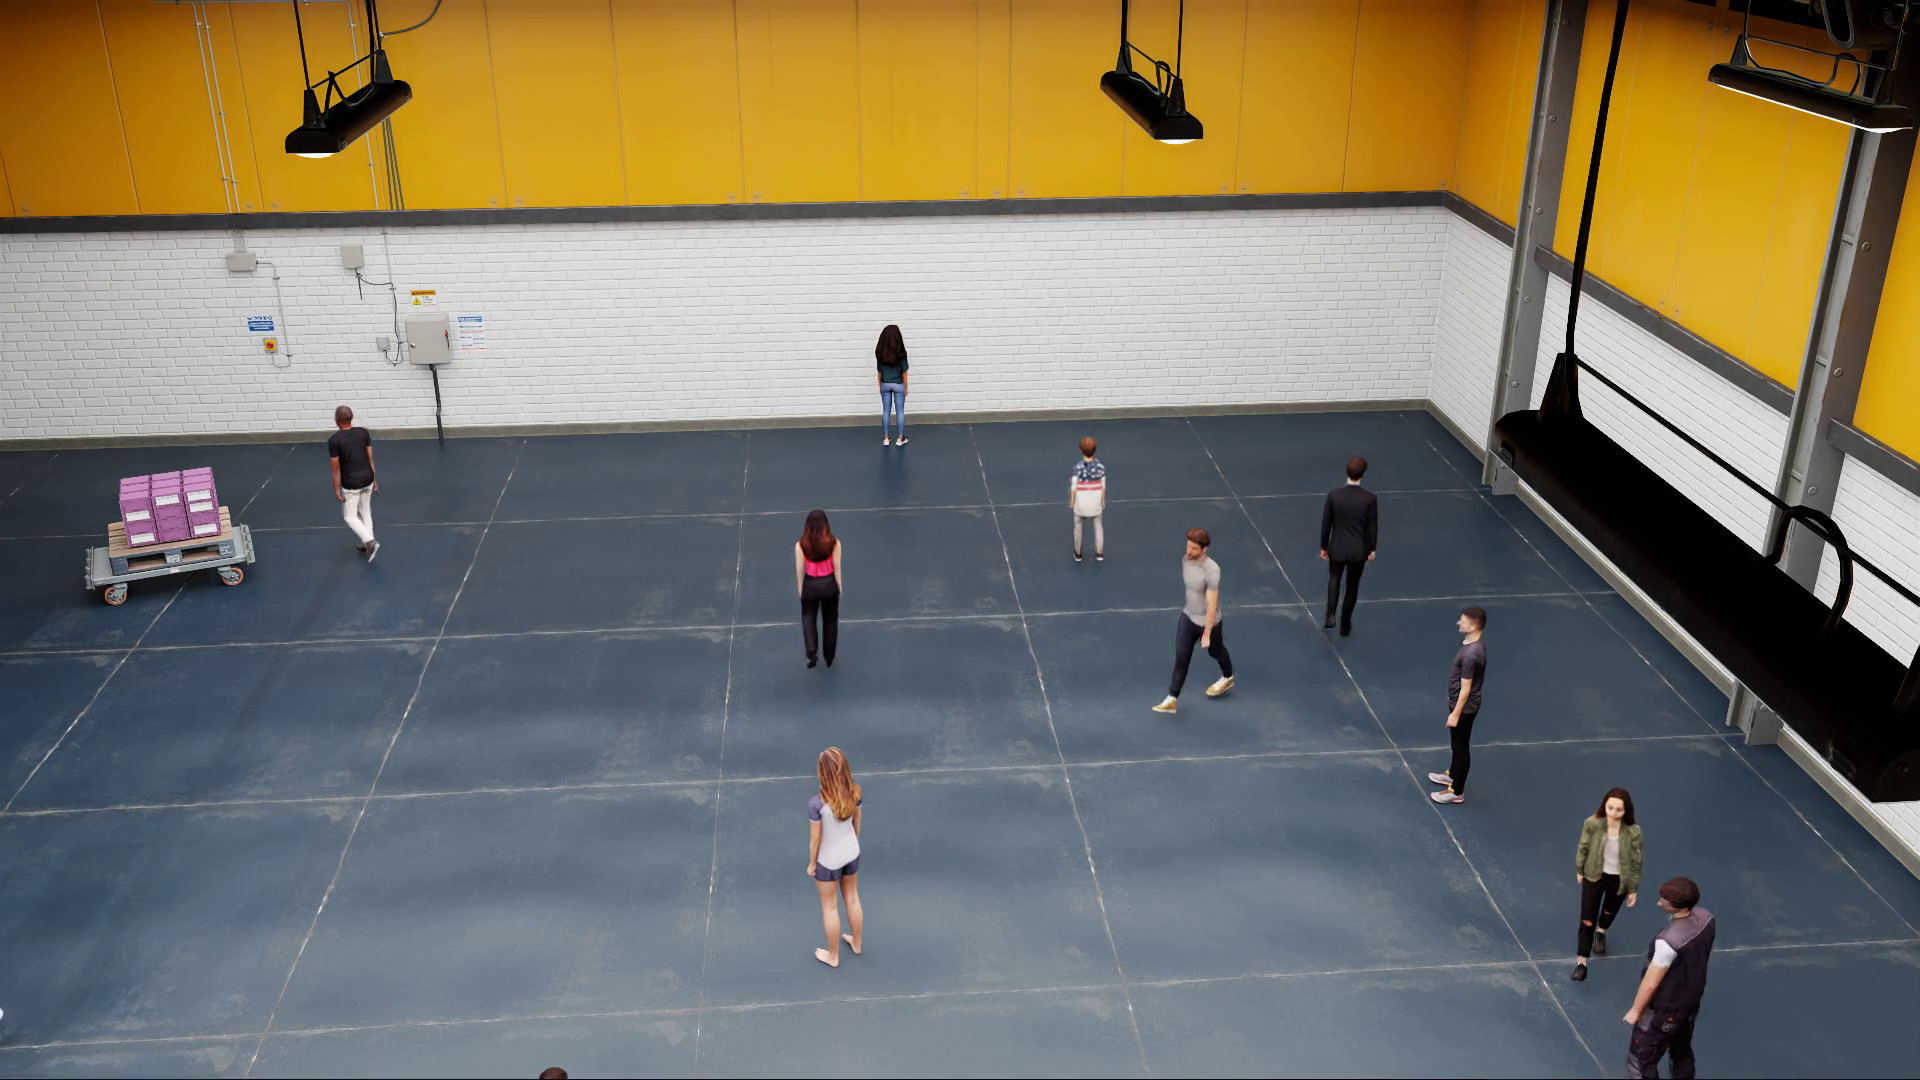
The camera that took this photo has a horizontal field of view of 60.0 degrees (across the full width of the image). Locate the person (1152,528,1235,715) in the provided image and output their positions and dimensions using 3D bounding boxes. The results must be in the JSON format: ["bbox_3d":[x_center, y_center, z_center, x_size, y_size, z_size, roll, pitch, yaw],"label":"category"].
[{"bbox_3d":[2.269,0.709,15.224,1.189,1.817,1.290,-15,28,-31],"label":"person"}]

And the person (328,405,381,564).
[{"bbox_3d":[-6.576,-0.589,18.228,1.068,1.789,0.997,20,31,38],"label":"person"}]

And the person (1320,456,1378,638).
[{"bbox_3d":[3.850,0.111,16.518,0.826,1.876,0.847,9,25,19],"label":"person"}]

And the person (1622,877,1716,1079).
[{"bbox_3d":[4.405,2.872,10.272,0.839,1.820,0.828,-10,26,-22],"label":"person"}]

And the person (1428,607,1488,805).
[{"bbox_3d":[4.179,1.353,13.817,0.756,1.764,0.600,6,24,13],"label":"person"}]

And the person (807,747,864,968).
[{"bbox_3d":[-0.872,2.246,11.814,0.684,1.733,0.715,-18,30,-36],"label":"person"}]

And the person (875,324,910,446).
[{"bbox_3d":[-0.880,-2.030,21.740,0.669,1.617,0.682,5,24,11],"label":"person"}]

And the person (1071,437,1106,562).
[{"bbox_3d":[1.410,-0.446,18.342,0.539,1.436,0.494,0,24,-1],"label":"person"}]

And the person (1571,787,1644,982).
[{"bbox_3d":[4.621,2.391,11.848,0.889,1.438,1.062,10,26,22],"label":"person"}]

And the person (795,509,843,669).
[{"bbox_3d":[-1.329,0.512,15.887,0.573,1.647,0.722,-2,24,-4],"label":"person"}]
